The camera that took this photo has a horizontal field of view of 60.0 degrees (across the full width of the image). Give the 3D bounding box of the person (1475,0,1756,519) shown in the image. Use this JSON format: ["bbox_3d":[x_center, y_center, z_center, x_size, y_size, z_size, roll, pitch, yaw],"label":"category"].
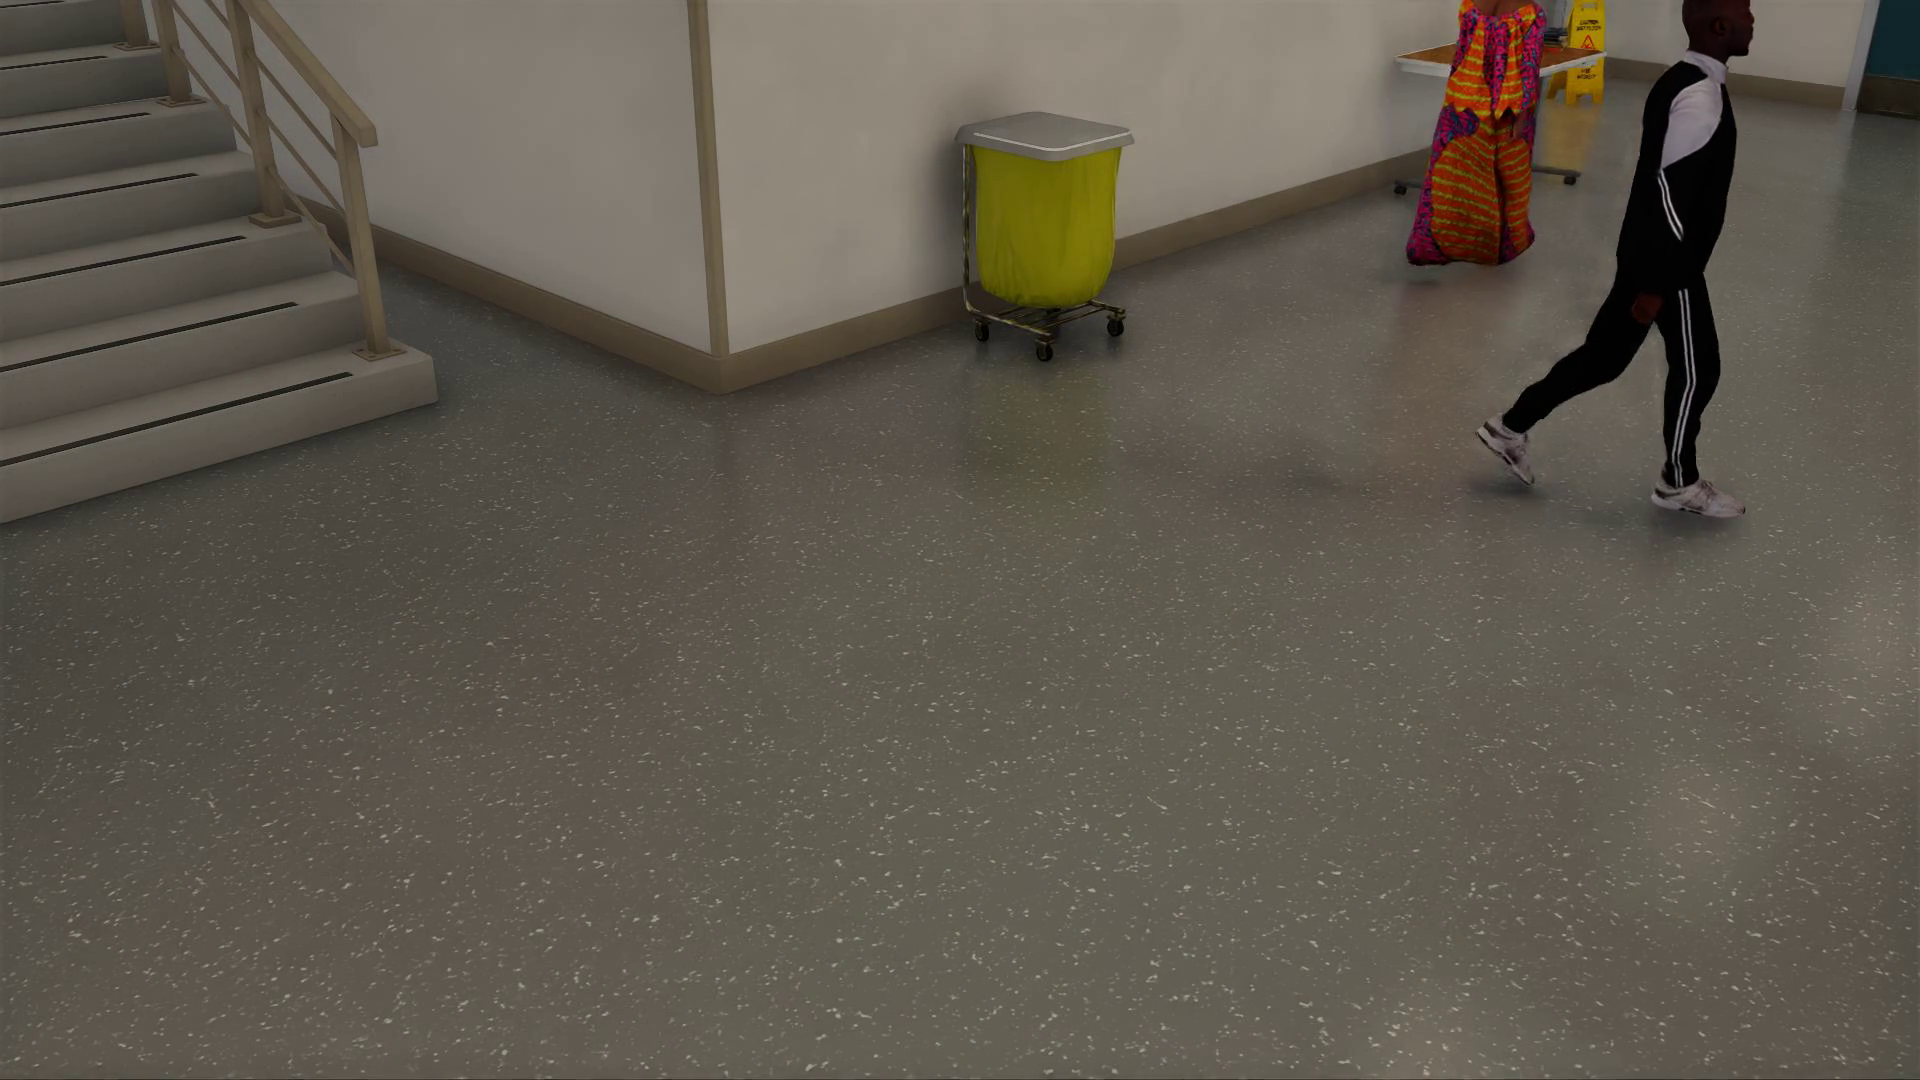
[{"bbox_3d":[2.276,-0.959,5.644,1.267,1.808,1.080,5,26,10],"label":"person"}]

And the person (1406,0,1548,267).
[{"bbox_3d":[2.583,-2.153,8.275,1.088,1.675,0.709,23,34,39],"label":"person"}]
